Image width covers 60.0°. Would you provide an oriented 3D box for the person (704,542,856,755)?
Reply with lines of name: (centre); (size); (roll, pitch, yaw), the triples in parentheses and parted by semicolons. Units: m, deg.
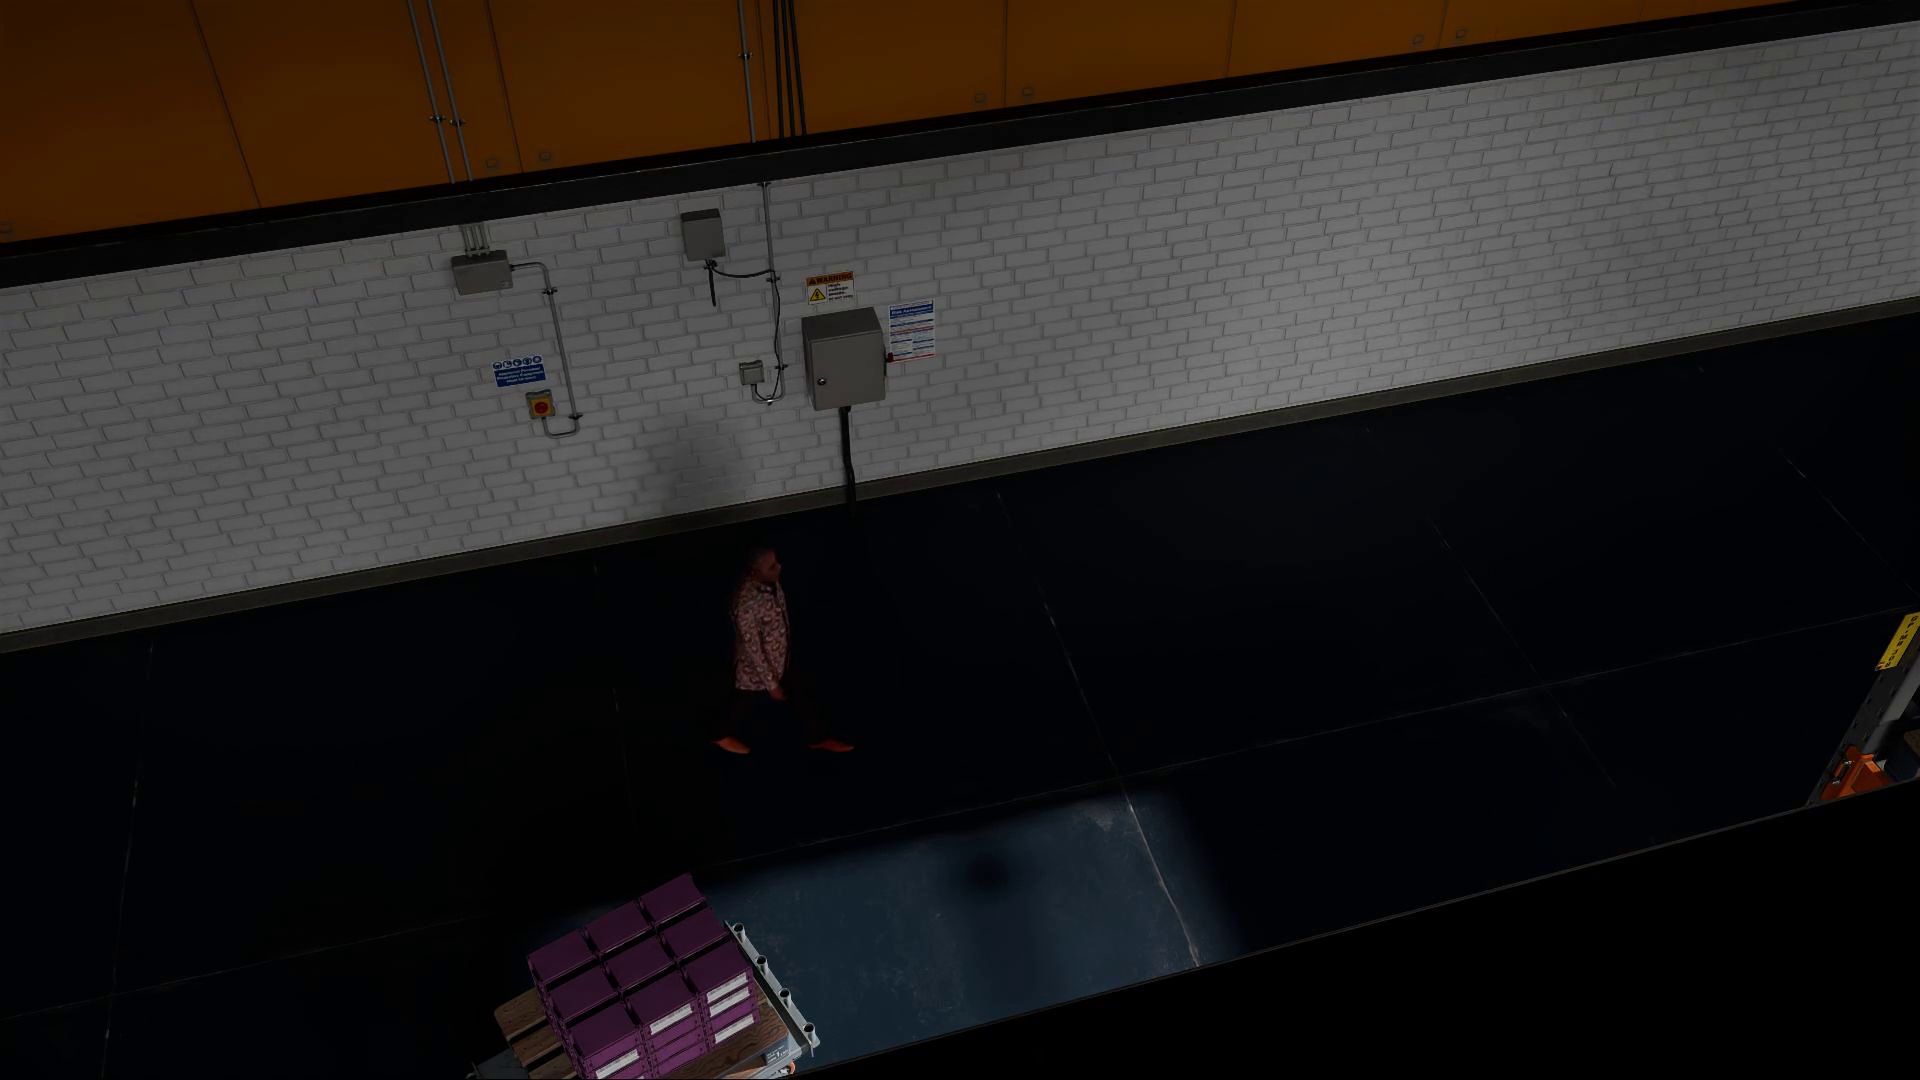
person: (-1.287, 0.710, 10.064); (1.158, 1.763, 1.221); (12, 45, 13)
